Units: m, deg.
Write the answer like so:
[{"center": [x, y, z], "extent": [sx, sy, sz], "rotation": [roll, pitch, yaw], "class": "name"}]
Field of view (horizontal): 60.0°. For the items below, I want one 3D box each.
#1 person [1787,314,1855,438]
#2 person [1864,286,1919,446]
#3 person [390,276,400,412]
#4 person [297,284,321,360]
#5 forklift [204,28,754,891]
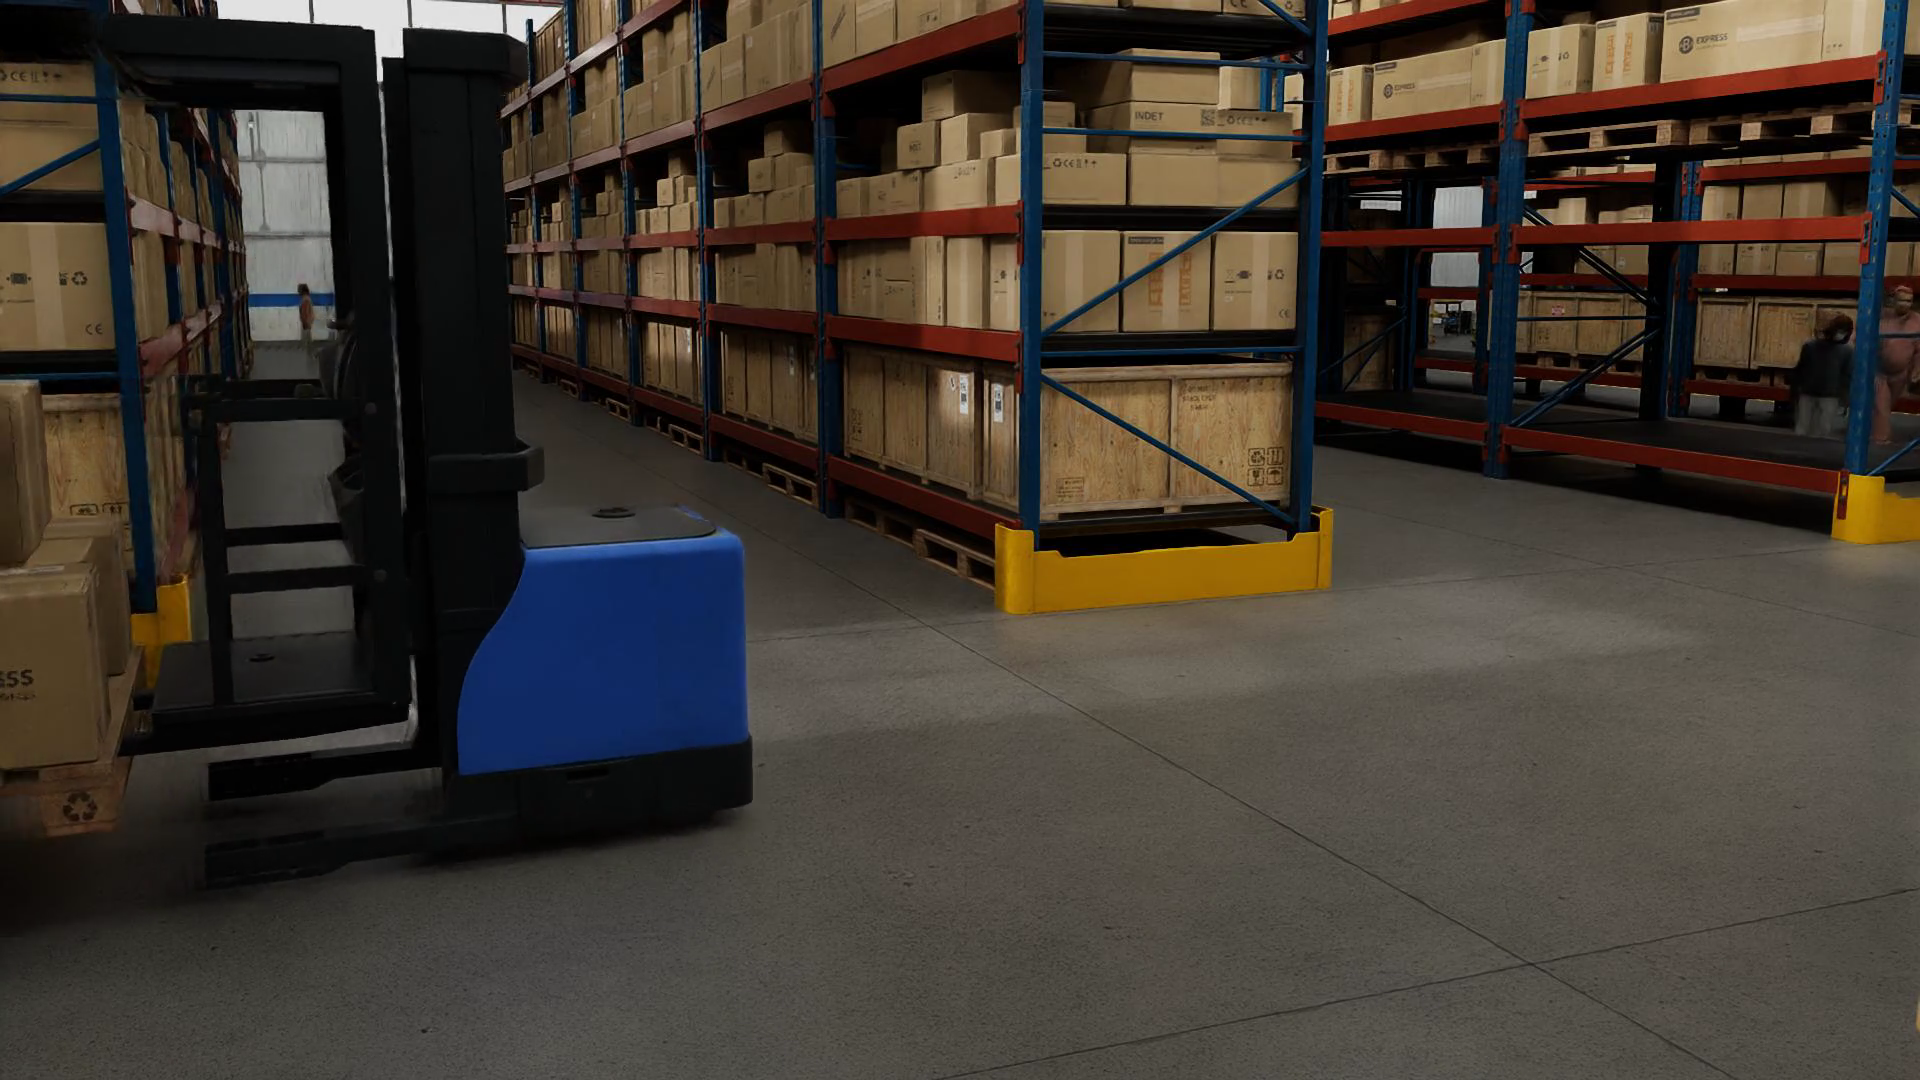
[{"center": [8.077, -1.322, 15.600], "extent": [0.574, 1.596, 0.358], "rotation": [6, 11, 32], "class": "person"}, {"center": [9.728, -1.738, 17.456], "extent": [0.646, 1.833, 1.027], "rotation": [1, 10, 7], "class": "person"}, {"center": [-7.800, -2.714, 23.076], "extent": [0.752, 1.903, 0.656], "rotation": [-5, 11, -29], "class": "person"}, {"center": [-13.852, -4.614, 35.249], "extent": [0.381, 1.621, 0.536], "rotation": [-3, 10, -20], "class": "person"}, {"center": [-1.804, -0.363, 6.036], "extent": [1.873, 2.768, 1.129], "rotation": [-4, 10, -23], "class": "forklift"}]
